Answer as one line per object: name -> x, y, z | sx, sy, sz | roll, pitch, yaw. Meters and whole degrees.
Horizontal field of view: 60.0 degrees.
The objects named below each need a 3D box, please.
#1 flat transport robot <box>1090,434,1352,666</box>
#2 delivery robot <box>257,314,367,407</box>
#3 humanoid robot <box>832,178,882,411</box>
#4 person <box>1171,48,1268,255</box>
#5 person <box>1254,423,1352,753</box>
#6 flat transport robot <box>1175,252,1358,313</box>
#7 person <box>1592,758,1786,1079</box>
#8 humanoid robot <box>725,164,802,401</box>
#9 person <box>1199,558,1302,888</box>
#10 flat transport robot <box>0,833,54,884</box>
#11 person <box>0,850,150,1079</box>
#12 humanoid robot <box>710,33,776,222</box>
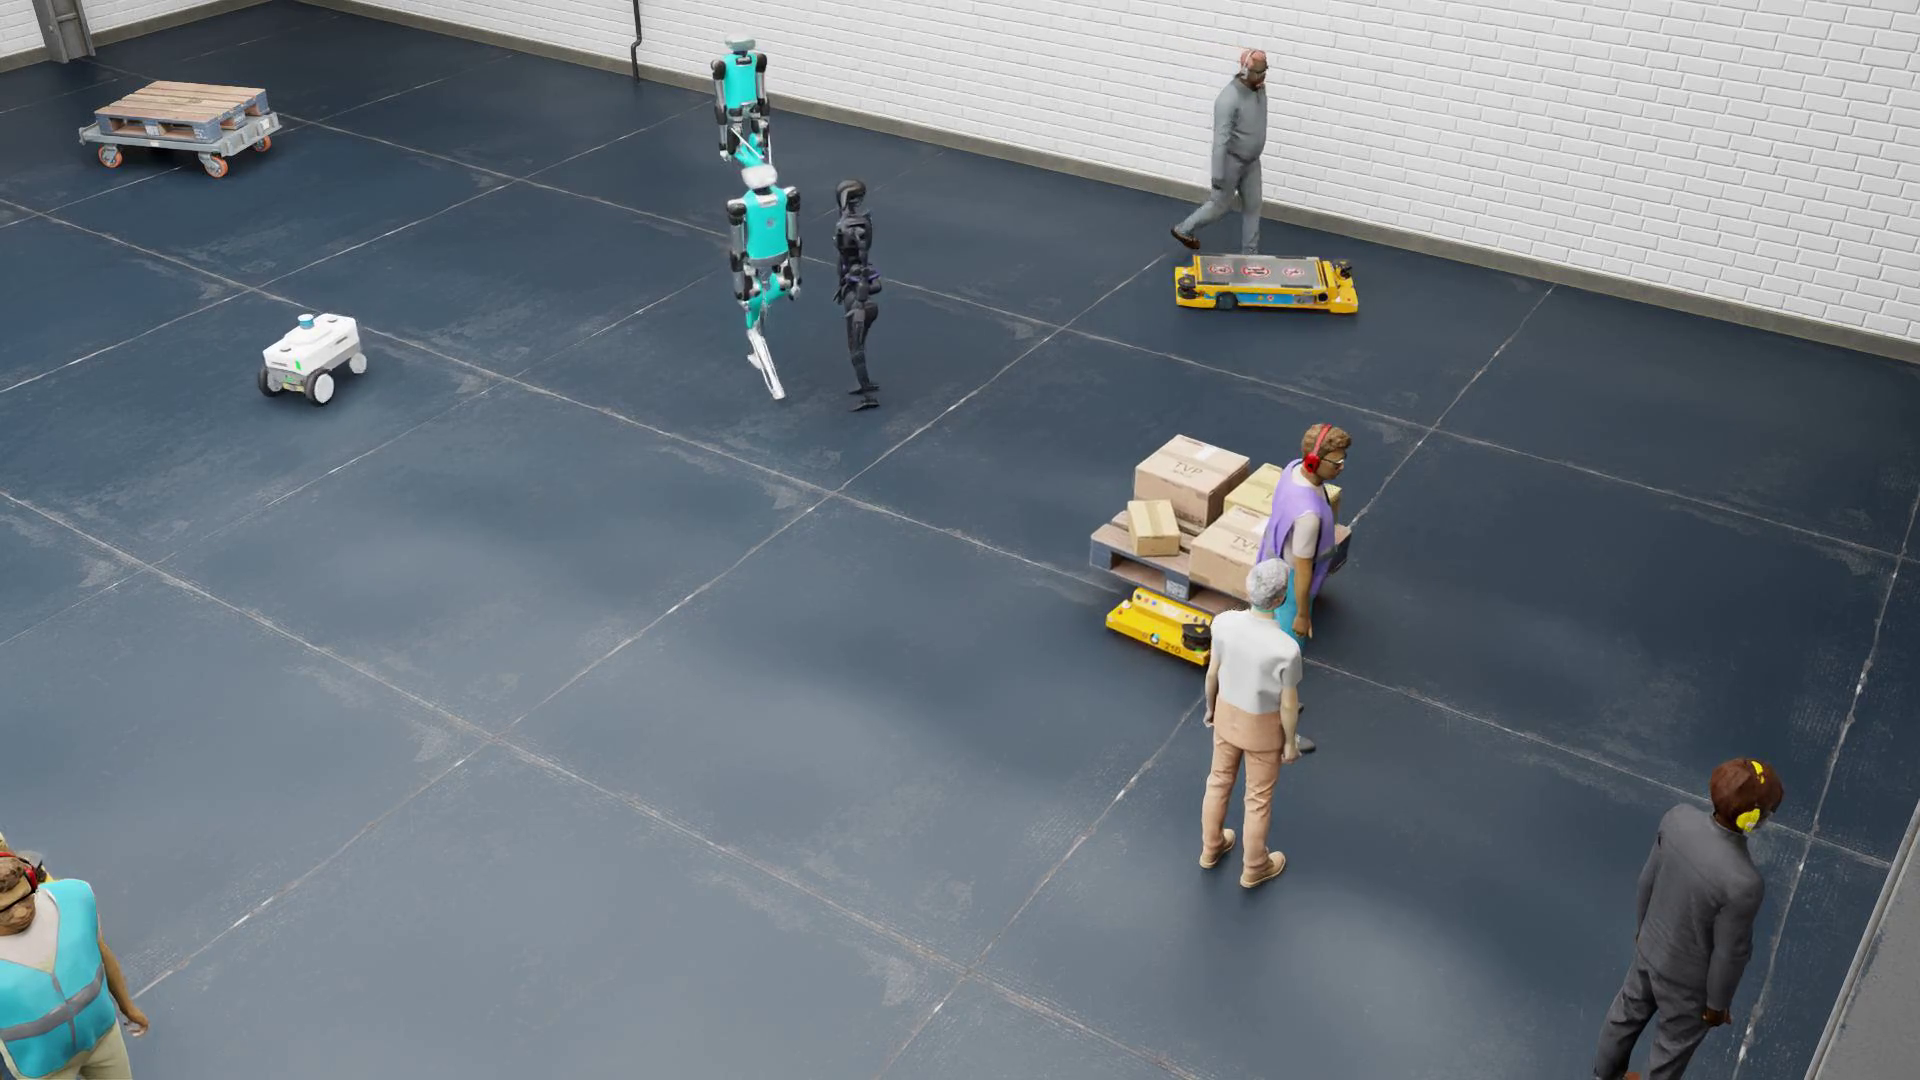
flat transport robot -> 1.529, 0.231, 9.896 | 0.659, 0.231, 1.431 | 22, 39, 30
delivery robot -> -4.695, -1.354, 12.090 | 0.499, 0.586, 0.765 | 11, 34, 17
humanoid robot -> -0.732, -1.731, 11.639 | 0.333, 1.650, 0.593 | -11, 34, -17
person -> 2.216, -3.146, 13.686 | 0.838, 1.867, 0.676 | 27, 42, 35
person -> 1.688, 0.228, 8.449 | 0.391, 1.837, 0.562 | 2, 33, 3
flat transport robot -> 2.473, -2.082, 13.497 | 1.431, 0.231, 0.659 | 3, 33, 4
person -> 2.741, 1.585, 6.306 | 0.338, 1.872, 0.498 | -9, 34, -14
humanoid robot -> -1.470, -1.903, 11.912 | 0.535, 1.805, 0.873 | -16, 36, -23
person -> 1.325, 0.833, 7.592 | 0.482, 1.748, 0.327 | 26, 41, 34
flat transport robot -> -4.661, 1.913, 7.279 | 1.431, 0.231, 0.659 | -28, 42, -36
person -> -3.222, 1.815, 5.973 | 0.383, 1.845, 0.569 | 17, 36, 24
humanoid robot -> -1.727, -3.385, 14.191 | 0.560, 1.746, 1.044 | -25, 40, -34
